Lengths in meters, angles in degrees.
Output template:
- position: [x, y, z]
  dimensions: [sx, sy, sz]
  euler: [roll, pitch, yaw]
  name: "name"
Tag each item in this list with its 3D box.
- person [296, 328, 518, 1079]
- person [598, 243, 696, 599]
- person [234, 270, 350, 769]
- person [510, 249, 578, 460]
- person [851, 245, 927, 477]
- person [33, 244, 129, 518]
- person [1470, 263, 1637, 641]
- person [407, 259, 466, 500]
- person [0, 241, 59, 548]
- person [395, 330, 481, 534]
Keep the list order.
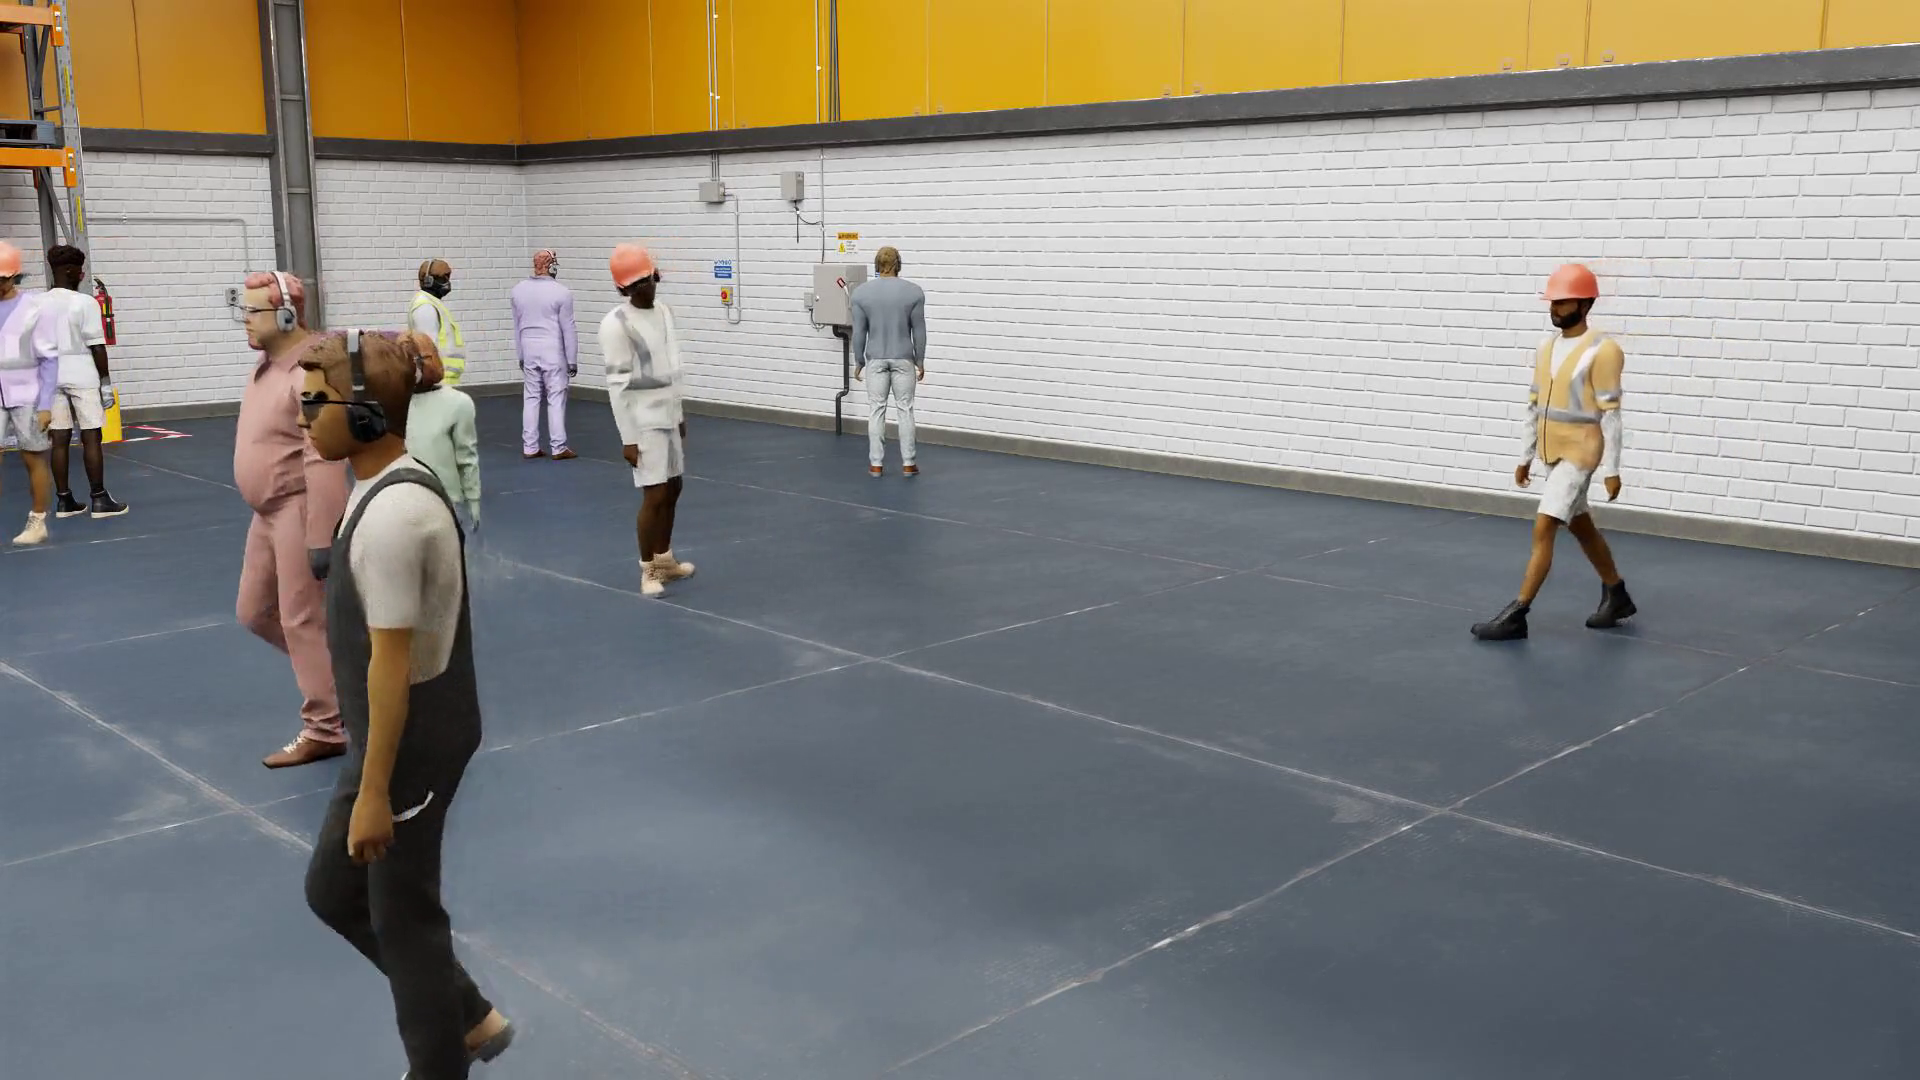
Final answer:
- position: [-1.240, 0.466, 3.585]
  dimensions: [0.396, 1.835, 0.516]
  euler: [-4, 11, -23]
  name: "person"
- position: [-1.697, -0.668, 9.383]
  dimensions: [0.353, 1.986, 0.836]
  euler: [4, 11, 21]
  name: "person"
- position: [-2.538, -0.075, 6.356]
  dimensions: [0.442, 1.891, 0.669]
  euler: [-8, 13, -39]
  name: "person"
- position: [-3.724, -1.667, 15.038]
  dimensions: [0.647, 1.900, 0.403]
  euler: [4, 11, 21]
  name: "person"
- position: [-0.592, -1.490, 13.962]
  dimensions: [0.627, 1.935, 0.371]
  euler: [0, 10, 0]
  name: "person"
- position: [-6.355, -1.131, 11.936]
  dimensions: [0.602, 1.958, 0.381]
  euler: [2, 11, 9]
  name: "person"
- position: [3.086, -0.443, 8.386]
  dimensions: [1.004, 1.894, 0.565]
  euler: [-3, 11, -17]
  name: "person"
- position: [-3.987, -1.213, 12.710]
  dimensions: [0.430, 1.840, 0.626]
  euler: [-2, 11, -13]
  name: "person"
- position: [-6.048, -0.876, 10.486]
  dimensions: [0.689, 1.975, 0.985]
  euler: [-2, 10, -8]
  name: "person"
- position: [-2.465, -0.173, 7.683]
  dimensions: [0.509, 1.607, 0.763]
  euler: [-1, 10, -5]
  name: "person"
